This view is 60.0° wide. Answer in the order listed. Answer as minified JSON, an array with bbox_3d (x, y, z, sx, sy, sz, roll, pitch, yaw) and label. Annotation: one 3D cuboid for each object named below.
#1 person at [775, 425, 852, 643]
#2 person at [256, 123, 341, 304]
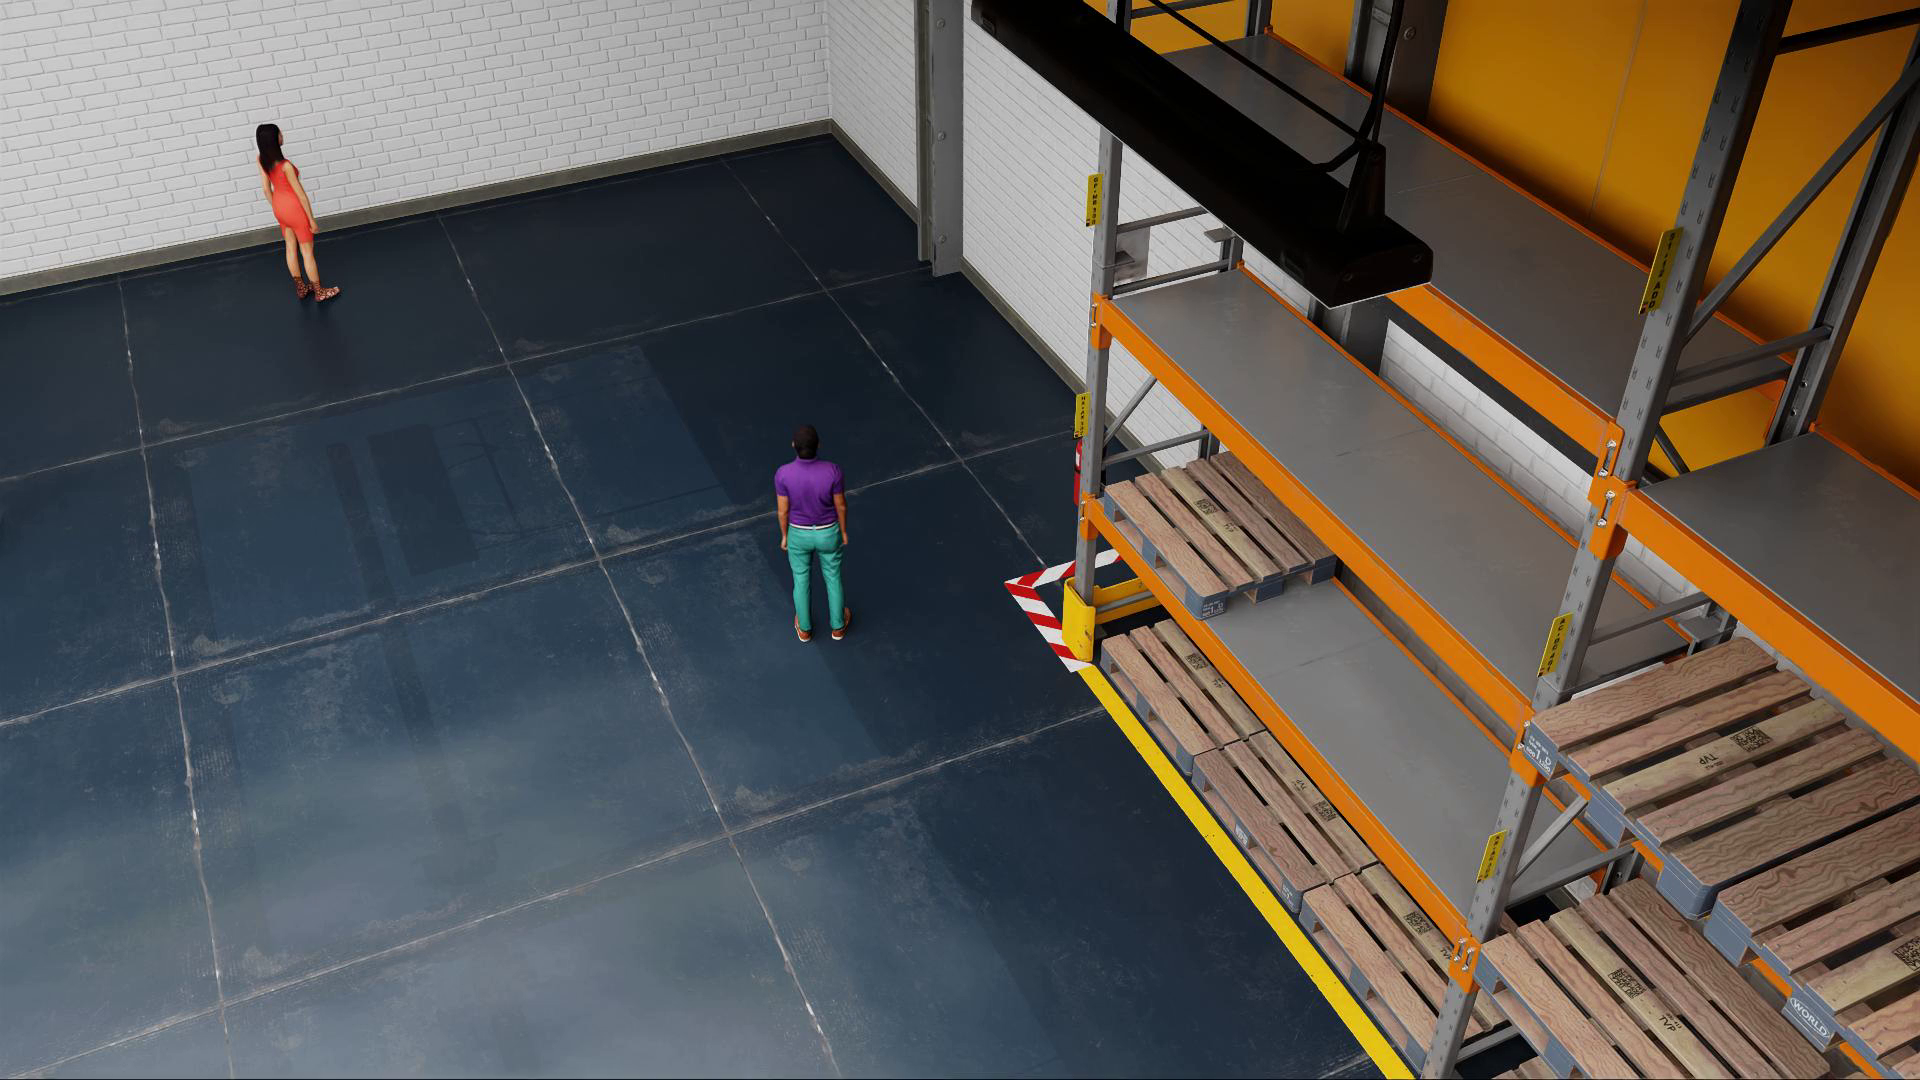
[{"bbox_3d":[-0.992,-0.042,11.301,0.699,1.768,0.690,-3,39,-4],"label":"person"},{"bbox_3d":[-6.019,-2.943,14.972,0.650,1.719,0.727,16,41,19],"label":"person"}]
